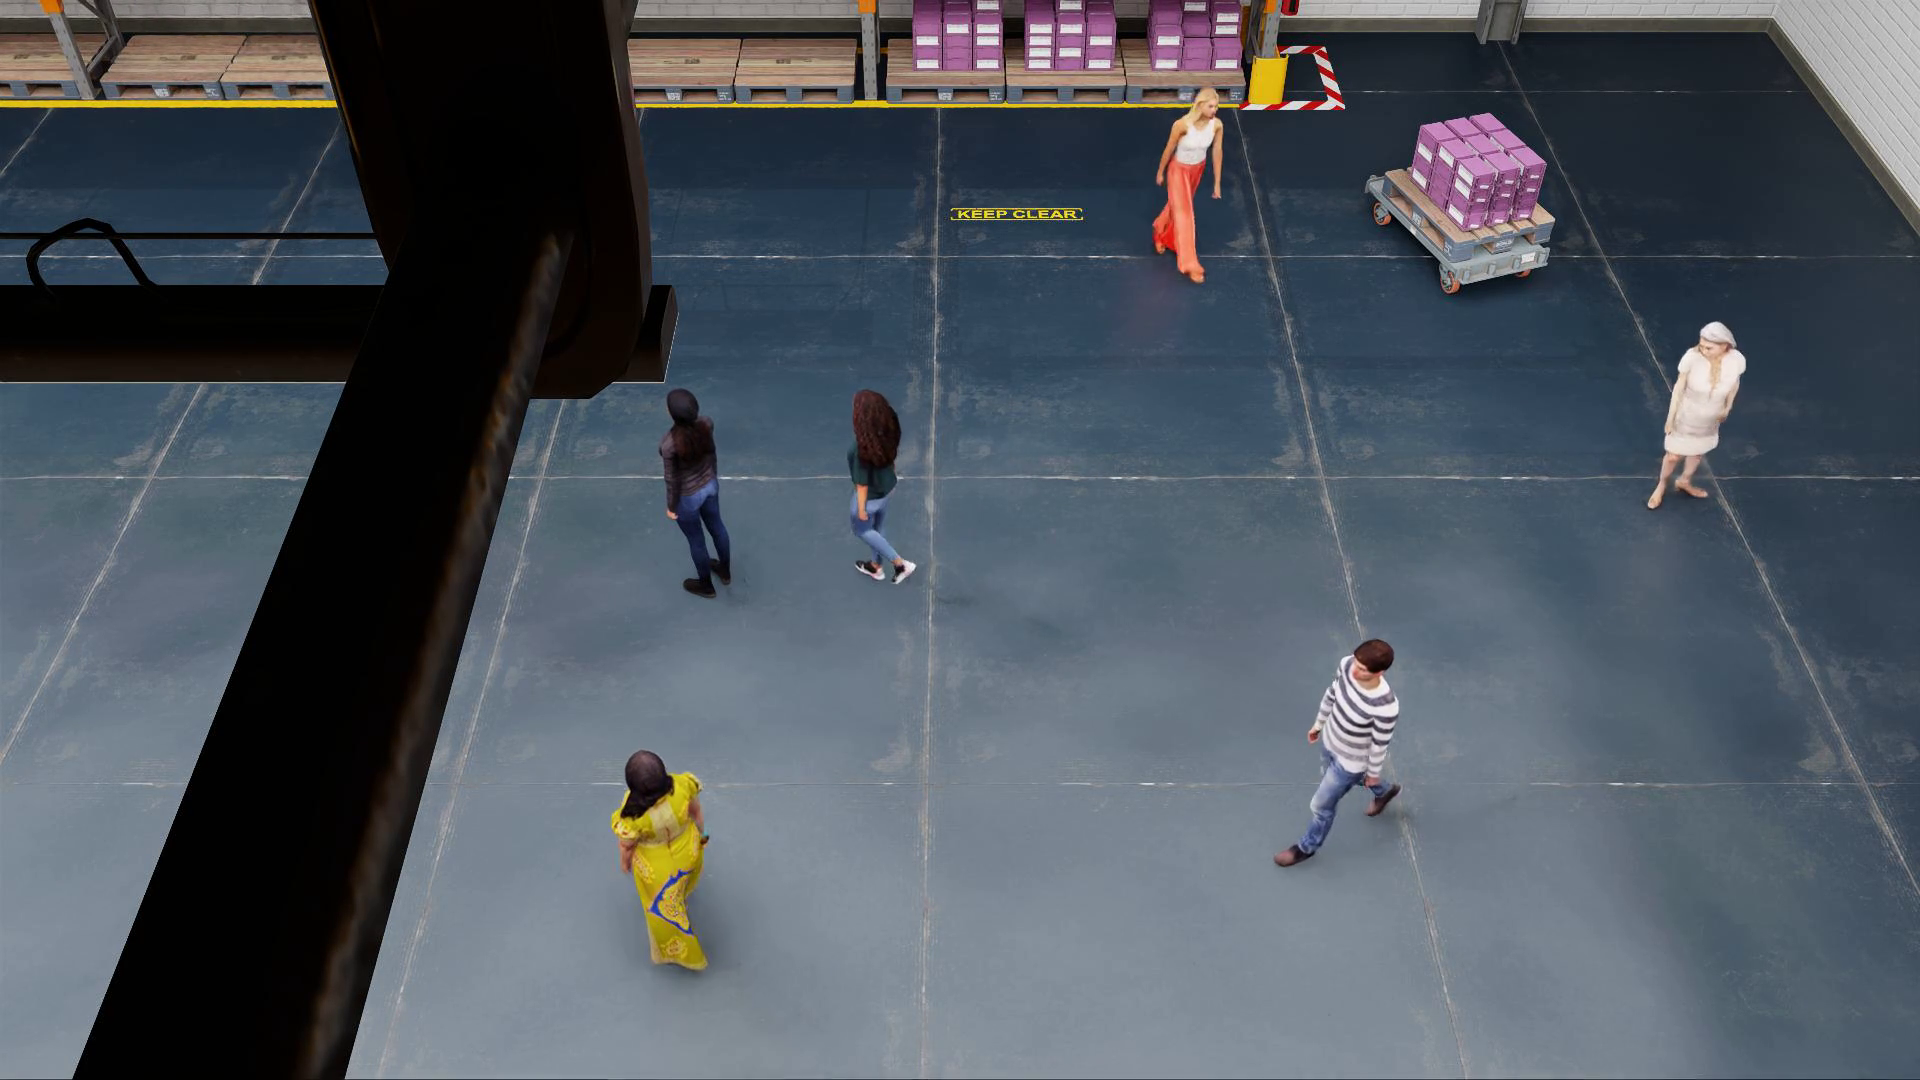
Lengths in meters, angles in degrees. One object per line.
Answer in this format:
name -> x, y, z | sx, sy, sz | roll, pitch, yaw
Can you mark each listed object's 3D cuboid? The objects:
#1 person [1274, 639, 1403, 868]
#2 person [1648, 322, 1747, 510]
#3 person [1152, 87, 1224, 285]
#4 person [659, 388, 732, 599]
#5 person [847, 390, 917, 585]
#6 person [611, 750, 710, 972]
person -> 2.342, 1.186, 9.700 | 1.204, 1.821, 0.868 | -12, 45, -13
person -> 5.321, -0.894, 11.970 | 0.534, 1.703, 0.829 | -6, 44, -6
person -> 1.887, -3.147, 14.310 | 1.181, 1.736, 0.983 | -9, 44, -9
person -> -1.803, -0.320, 11.336 | 0.750, 1.745, 0.709 | 29, 51, 27
person -> -0.516, -0.311, 11.434 | 0.874, 1.597, 0.775 | 19, 47, 19
person -> -1.574, 1.794, 9.197 | 1.195, 1.635, 1.221 | -31, 52, -29
